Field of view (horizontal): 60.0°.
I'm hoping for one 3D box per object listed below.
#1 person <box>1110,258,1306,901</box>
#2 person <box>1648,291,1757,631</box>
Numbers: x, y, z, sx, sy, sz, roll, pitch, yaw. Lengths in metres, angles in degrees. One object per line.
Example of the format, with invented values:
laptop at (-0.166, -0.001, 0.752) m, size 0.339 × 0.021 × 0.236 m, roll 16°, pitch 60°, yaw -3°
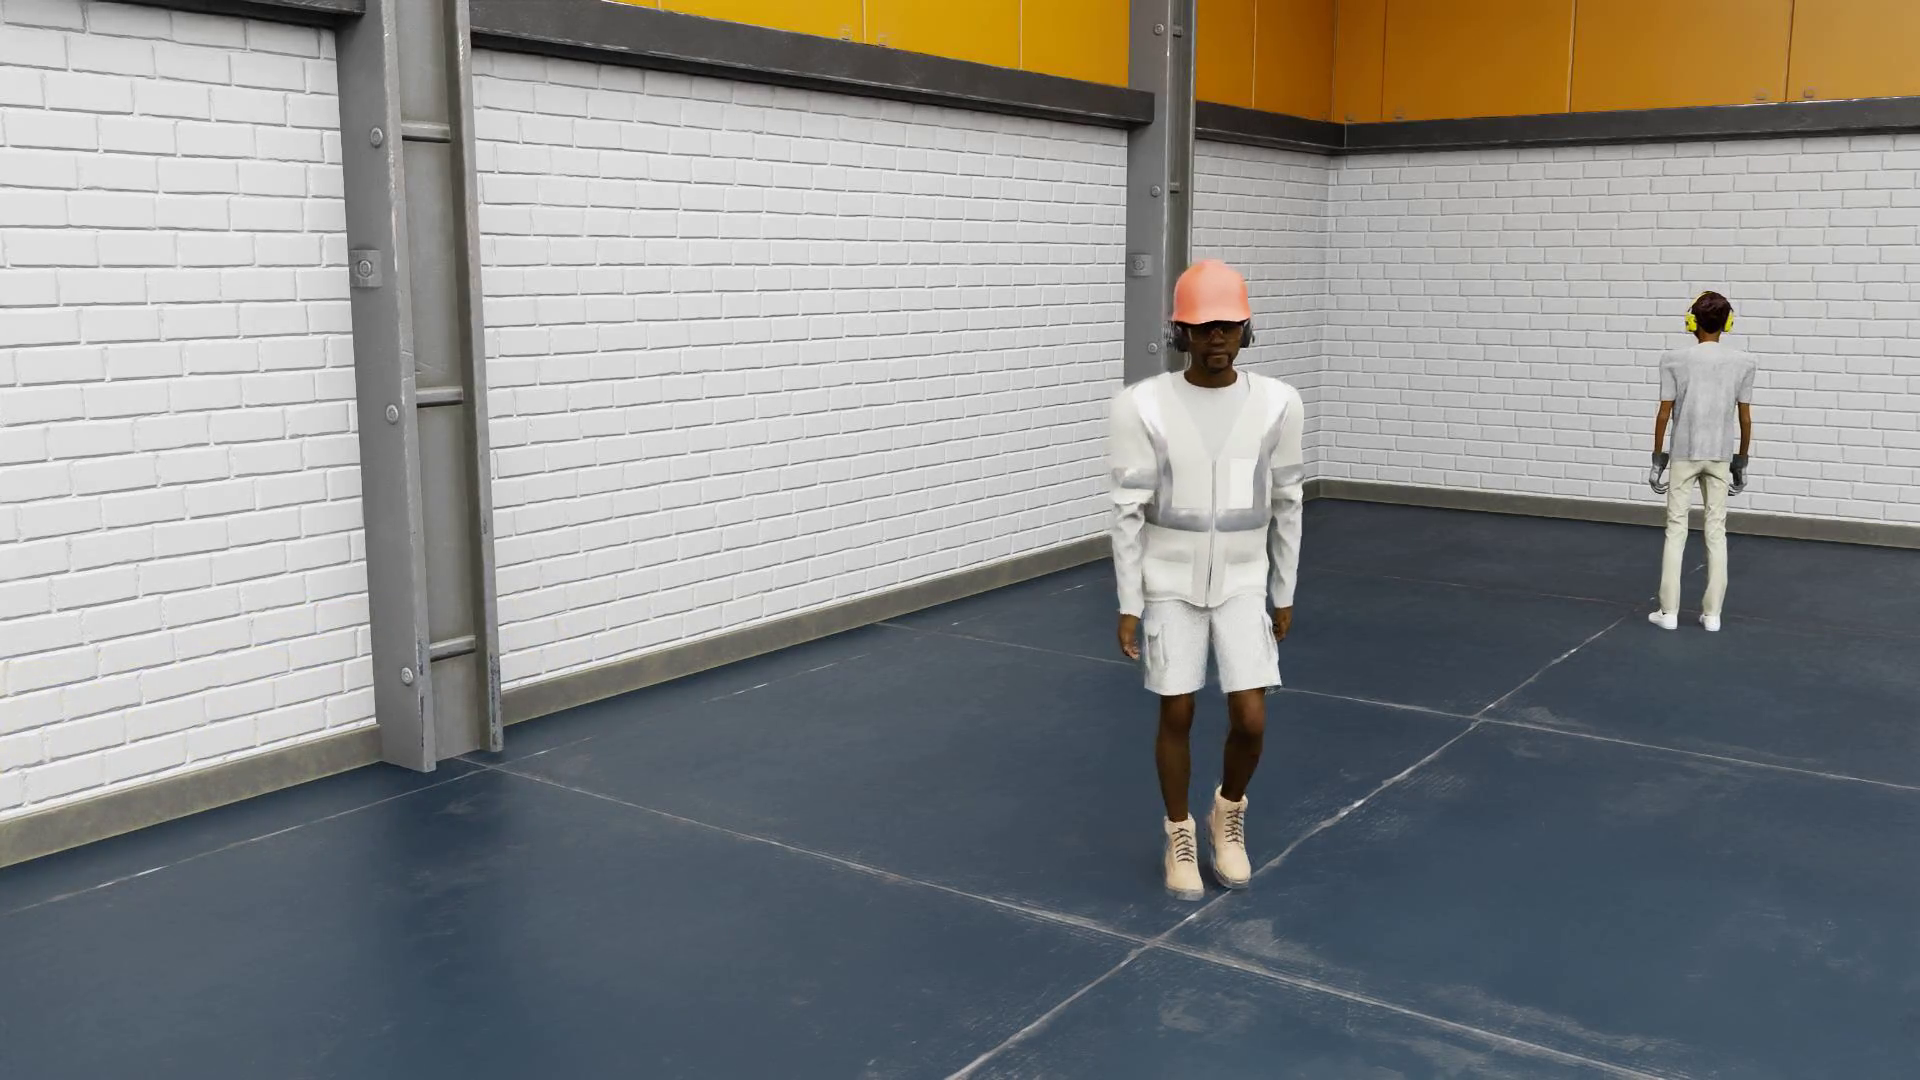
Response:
person at (0.769, 0.148, 5.208) m, size 0.617 × 2.029 × 0.477 m, roll 0°, pitch 10°, yaw 0°
person at (4.059, -0.426, 9.128) m, size 0.512 × 1.861 × 0.323 m, roll 2°, pitch 10°, yaw 12°
